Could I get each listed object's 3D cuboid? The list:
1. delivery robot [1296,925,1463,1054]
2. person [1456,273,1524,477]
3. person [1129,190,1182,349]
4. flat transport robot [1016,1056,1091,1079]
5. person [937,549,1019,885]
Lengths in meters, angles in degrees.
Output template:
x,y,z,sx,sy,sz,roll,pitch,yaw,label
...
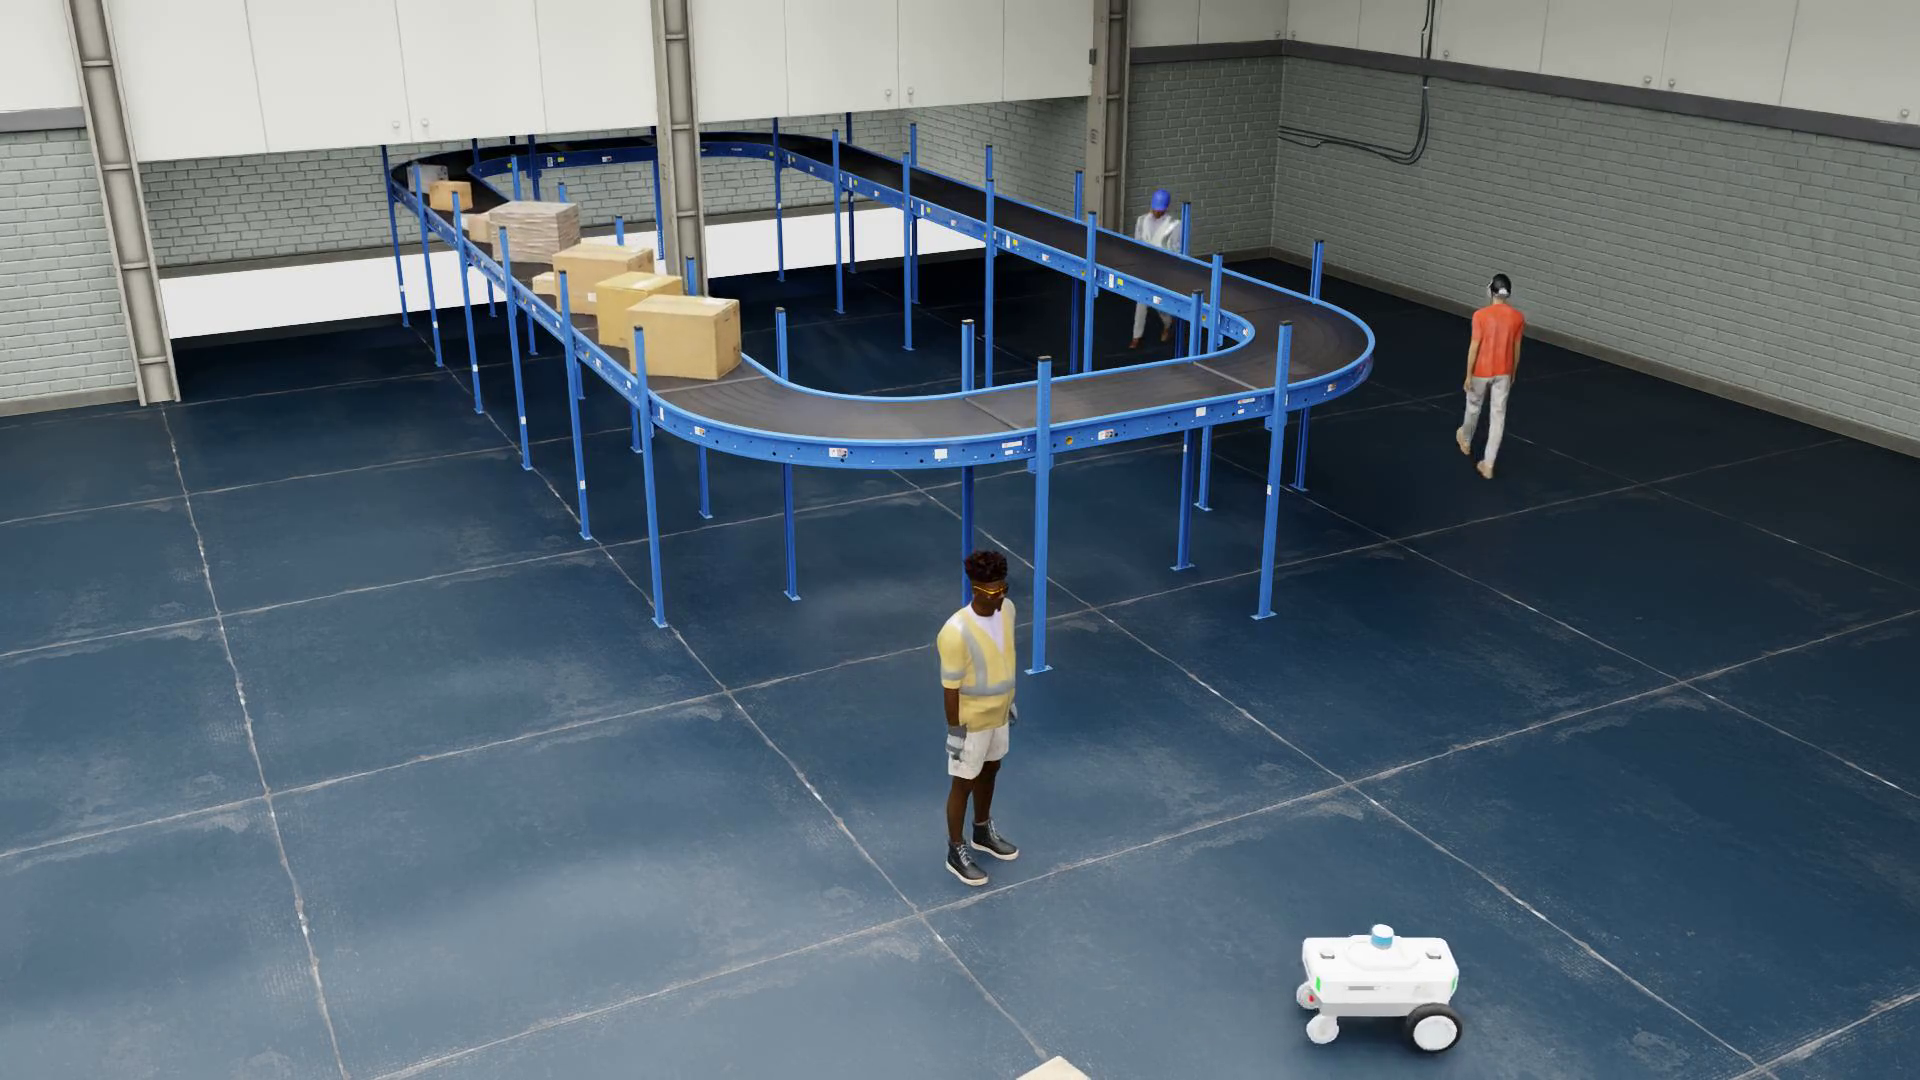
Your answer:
x,y,z,sx,sy,sz,roll,pitch,yaw,label
2.052,2.155,8.143,0.768,0.576,0.499,0,22,0,delivery robot
5.000,-1.607,15.714,0.504,1.866,0.954,2,22,5,person
2.323,-3.197,19.593,0.676,1.911,0.588,16,27,34,person
0.407,3.036,6.372,1.431,0.231,0.659,-17,28,-36,flat transport robot
0.124,0.958,9.246,0.361,1.963,0.611,15,27,33,person
